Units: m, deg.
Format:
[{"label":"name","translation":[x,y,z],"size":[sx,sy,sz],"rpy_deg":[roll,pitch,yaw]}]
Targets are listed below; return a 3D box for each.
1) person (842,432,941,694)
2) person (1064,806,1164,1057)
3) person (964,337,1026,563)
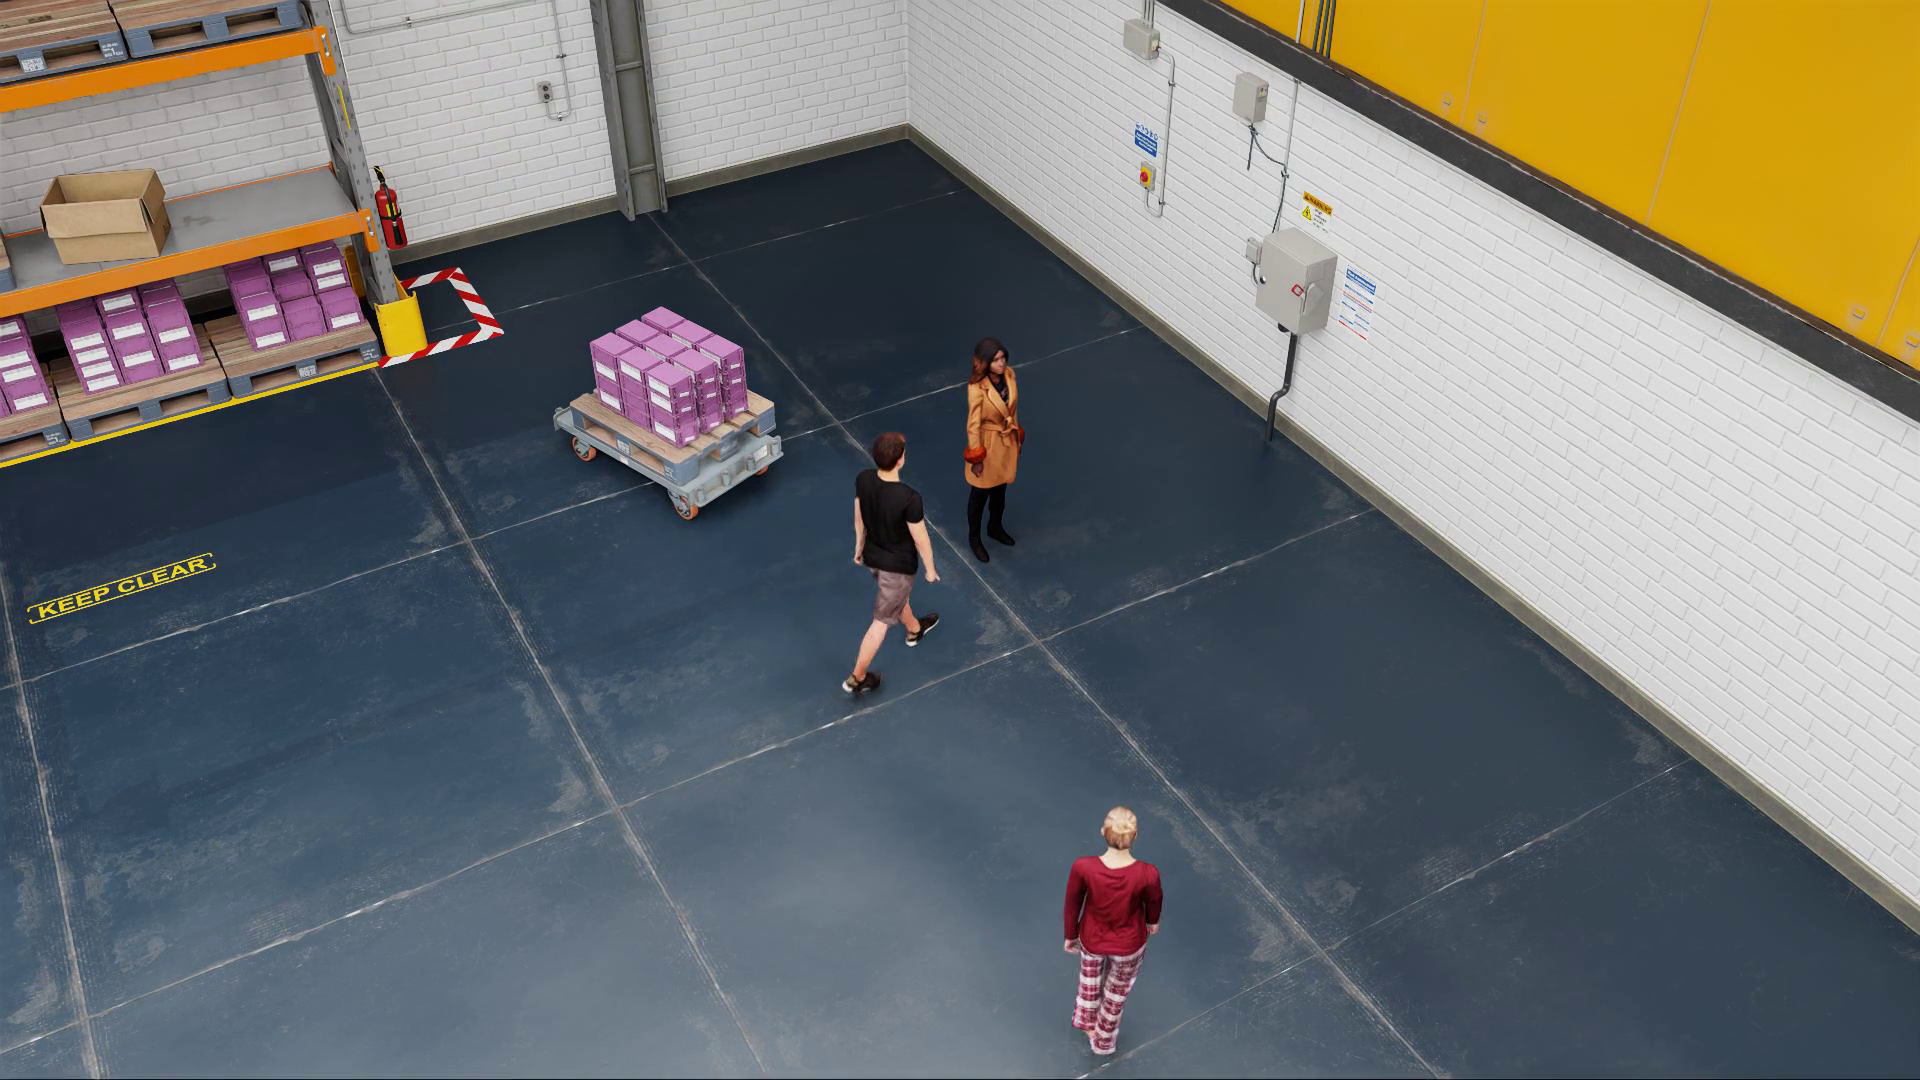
[{"label":"person","translation":[-0.498,0.170,10.402],"size":[0.975,1.830,1.302],"rpy_deg":[27,46,30]},{"label":"person","translation":[0.740,2.006,8.215],"size":[0.745,1.692,0.808],"rpy_deg":[8,39,10]},{"label":"person","translation":[0.217,-0.635,11.499],"size":[0.617,1.720,0.792],"rpy_deg":[-31,48,-33]}]
